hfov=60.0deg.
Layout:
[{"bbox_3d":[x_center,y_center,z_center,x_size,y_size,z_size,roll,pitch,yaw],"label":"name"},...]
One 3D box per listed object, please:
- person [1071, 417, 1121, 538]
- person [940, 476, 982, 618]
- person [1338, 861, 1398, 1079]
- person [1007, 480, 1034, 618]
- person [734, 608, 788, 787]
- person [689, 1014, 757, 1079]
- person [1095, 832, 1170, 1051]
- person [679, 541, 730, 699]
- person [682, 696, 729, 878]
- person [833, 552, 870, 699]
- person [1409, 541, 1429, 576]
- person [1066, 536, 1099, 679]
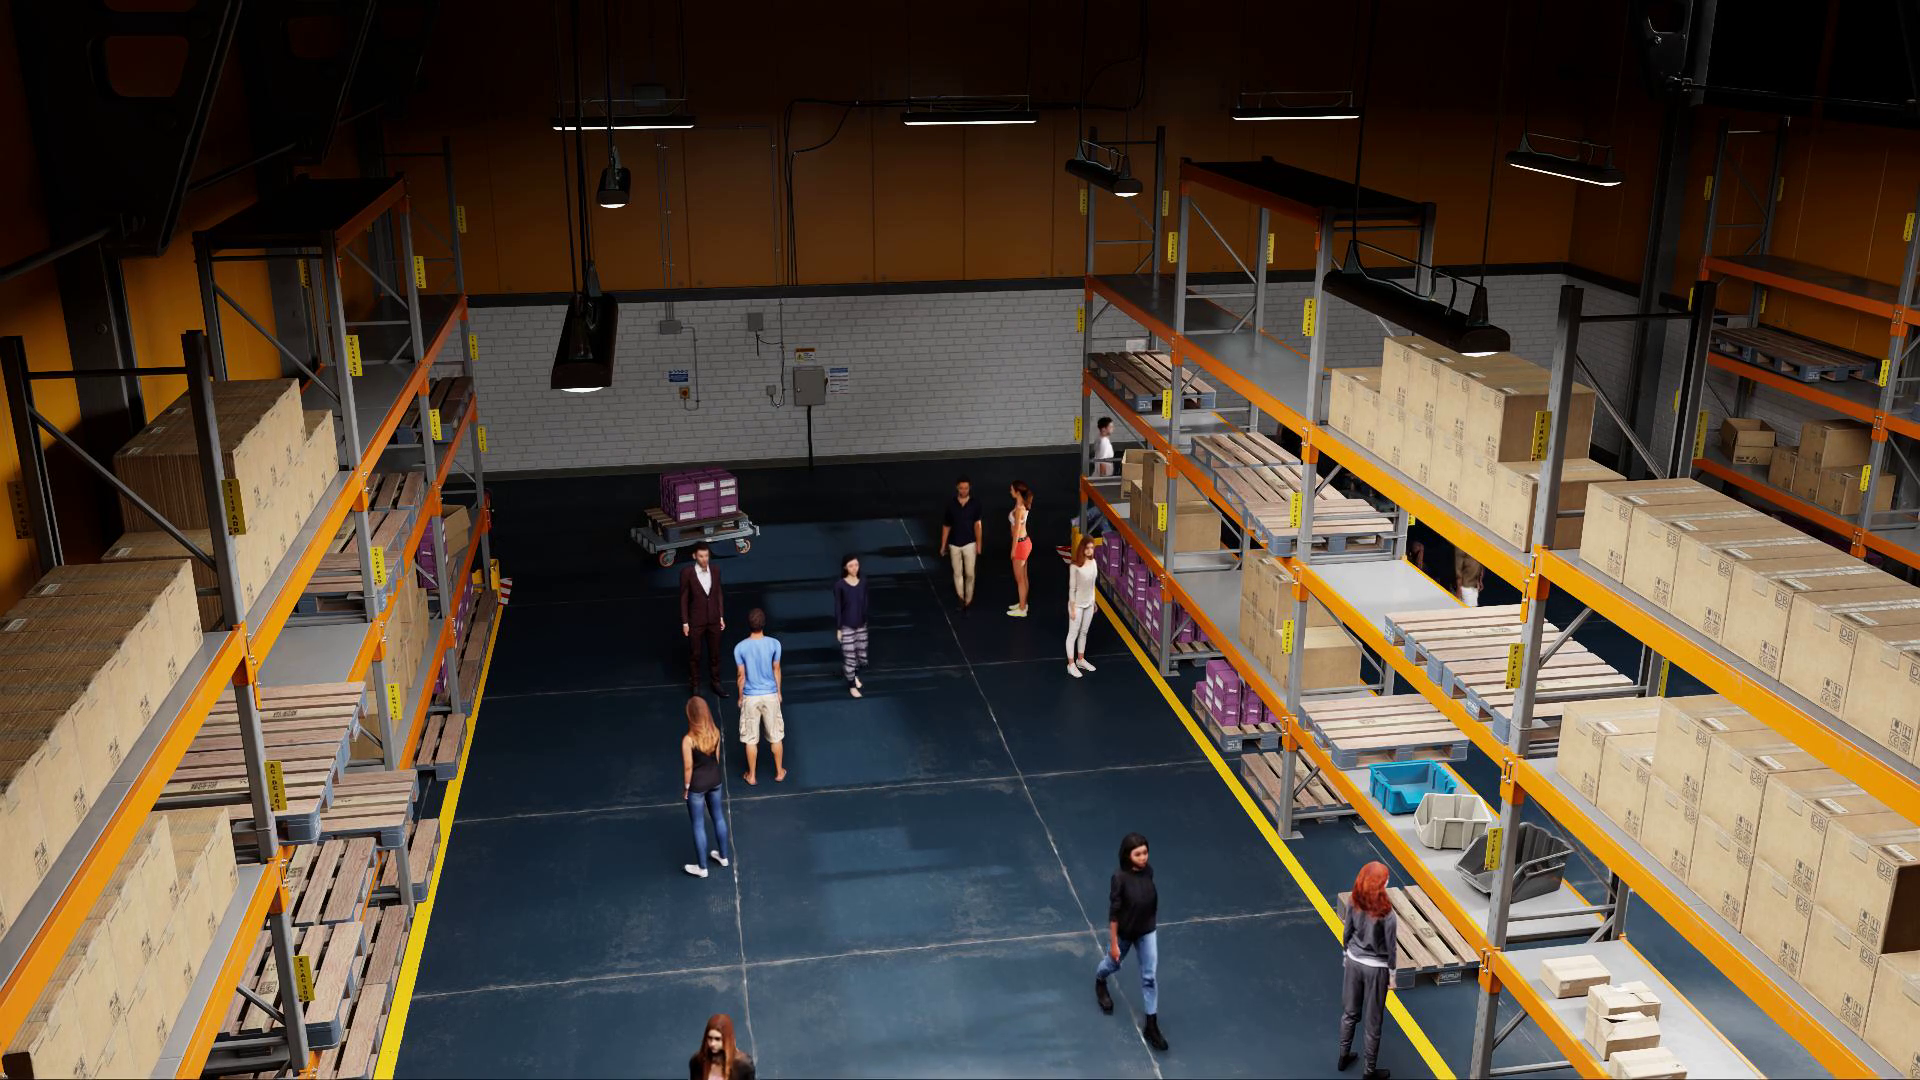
[{"bbox_3d":[1.988,-0.873,24.141,0.790,1.842,0.970,-2,19,-5],"label":"person"},{"bbox_3d":[0.044,0.033,21.466,0.813,1.834,0.924,4,19,11],"label":"person"},{"bbox_3d":[3.004,3.162,12.258,0.719,1.779,0.606,-16,24,-40],"label":"person"},{"bbox_3d":[0.786,0.099,21.338,0.710,1.789,0.612,5,19,14],"label":"person"},{"bbox_3d":[-2.019,1.580,16.824,0.662,1.863,0.576,-4,19,-13],"label":"person"},{"bbox_3d":[-1.478,3.740,10.680,0.864,1.691,1.103,4,19,11],"label":"person"},{"bbox_3d":[1.275,3.019,12.866,0.818,1.662,1.218,-9,21,-25],"label":"person"},{"bbox_3d":[-2.911,0.898,18.845,0.759,1.865,0.731,-10,21,-28],"label":"person"},{"bbox_3d":[-2.333,2.226,15.129,0.700,1.721,0.667,16,24,39],"label":"person"},{"bbox_3d":[-1.262,0.945,18.926,0.693,1.725,0.728,-9,21,-26],"label":"person"},{"bbox_3d":[5.367,0.750,19.771,0.562,1.556,0.586,-6,20,-18],"label":"person"},{"bbox_3d":[1.424,0.749,19.538,0.689,1.706,0.711,-17,25,-41],"label":"person"}]
